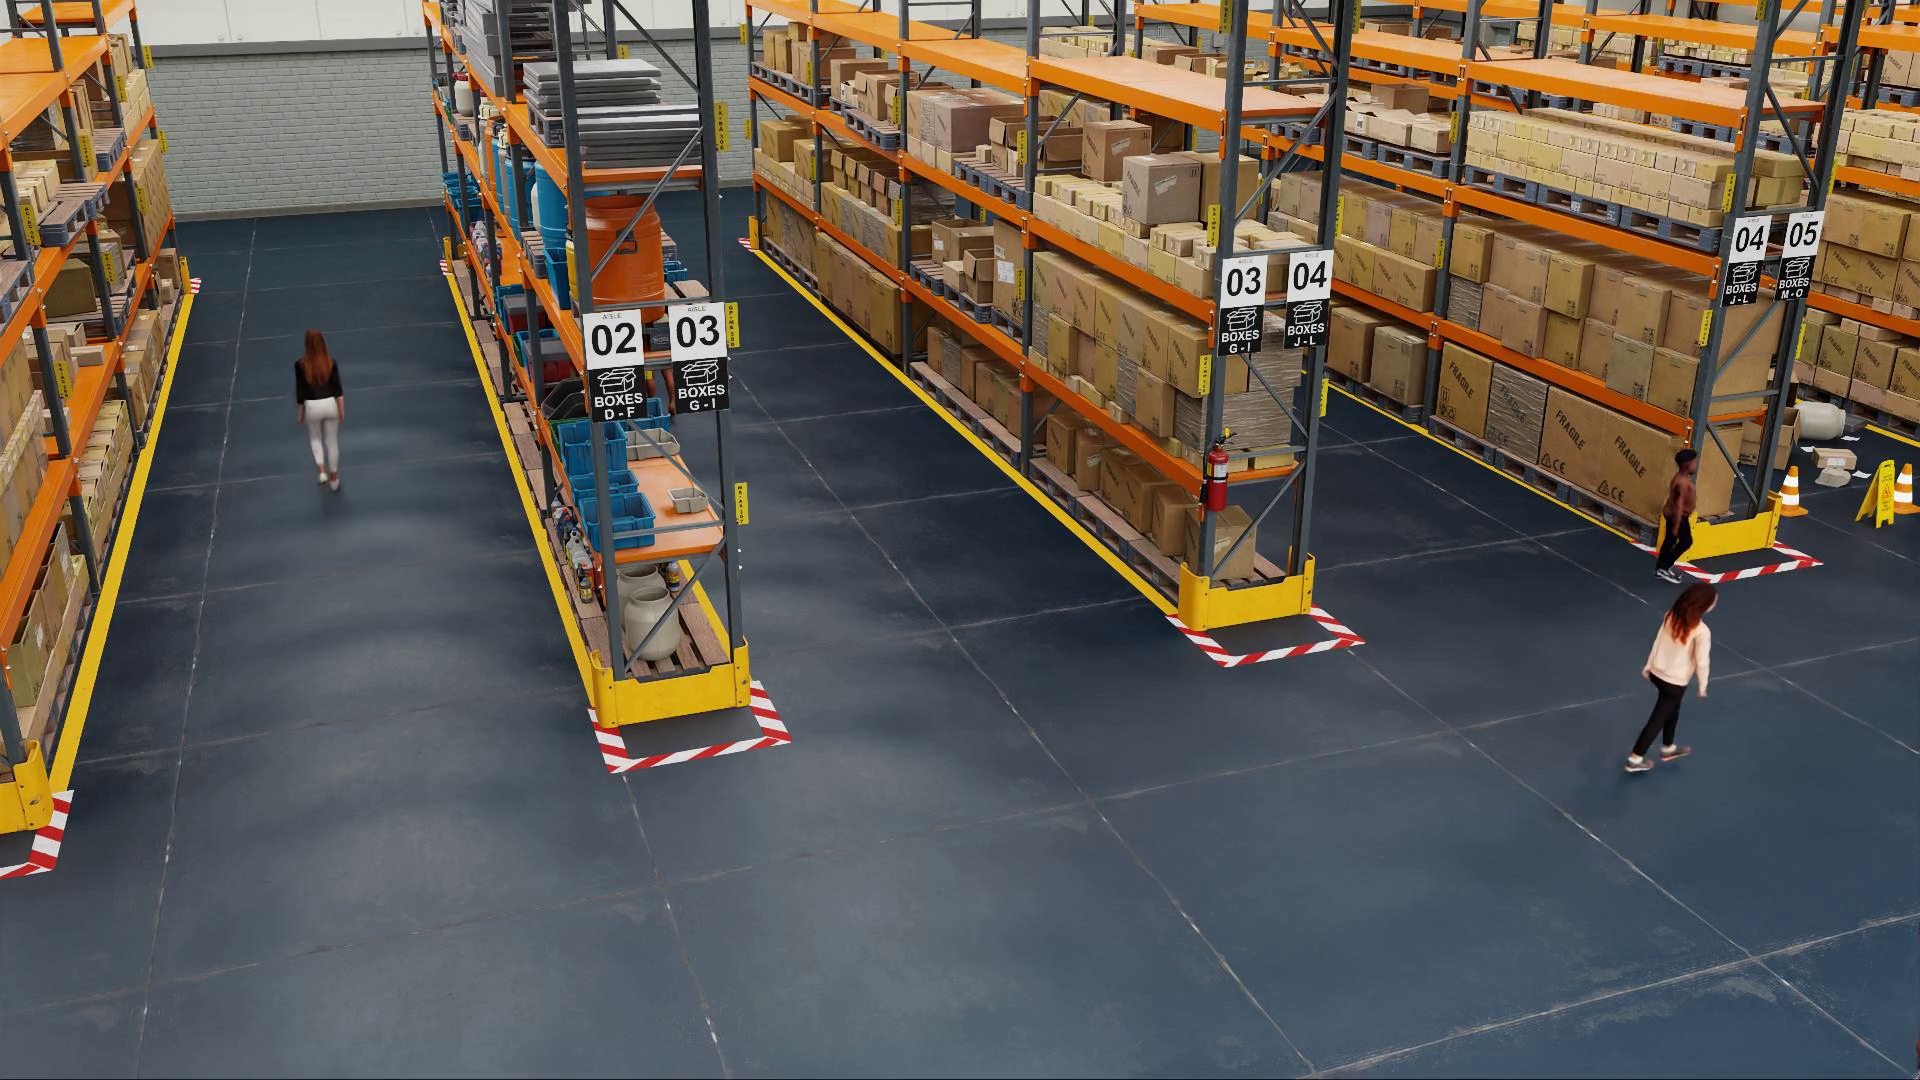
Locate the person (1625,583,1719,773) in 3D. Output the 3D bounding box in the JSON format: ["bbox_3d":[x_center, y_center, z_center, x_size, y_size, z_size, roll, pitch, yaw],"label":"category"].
[{"bbox_3d":[4.960,0.980,11.742,0.688,1.446,0.759,-8,24,-19],"label":"person"}]

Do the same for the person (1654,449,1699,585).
[{"bbox_3d":[6.376,-0.225,14.953,0.666,1.246,0.588,7,23,17],"label":"person"}]

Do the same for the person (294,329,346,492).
[{"bbox_3d":[-6.514,-1.294,16.974,0.616,1.693,0.586,-9,24,-20],"label":"person"}]
